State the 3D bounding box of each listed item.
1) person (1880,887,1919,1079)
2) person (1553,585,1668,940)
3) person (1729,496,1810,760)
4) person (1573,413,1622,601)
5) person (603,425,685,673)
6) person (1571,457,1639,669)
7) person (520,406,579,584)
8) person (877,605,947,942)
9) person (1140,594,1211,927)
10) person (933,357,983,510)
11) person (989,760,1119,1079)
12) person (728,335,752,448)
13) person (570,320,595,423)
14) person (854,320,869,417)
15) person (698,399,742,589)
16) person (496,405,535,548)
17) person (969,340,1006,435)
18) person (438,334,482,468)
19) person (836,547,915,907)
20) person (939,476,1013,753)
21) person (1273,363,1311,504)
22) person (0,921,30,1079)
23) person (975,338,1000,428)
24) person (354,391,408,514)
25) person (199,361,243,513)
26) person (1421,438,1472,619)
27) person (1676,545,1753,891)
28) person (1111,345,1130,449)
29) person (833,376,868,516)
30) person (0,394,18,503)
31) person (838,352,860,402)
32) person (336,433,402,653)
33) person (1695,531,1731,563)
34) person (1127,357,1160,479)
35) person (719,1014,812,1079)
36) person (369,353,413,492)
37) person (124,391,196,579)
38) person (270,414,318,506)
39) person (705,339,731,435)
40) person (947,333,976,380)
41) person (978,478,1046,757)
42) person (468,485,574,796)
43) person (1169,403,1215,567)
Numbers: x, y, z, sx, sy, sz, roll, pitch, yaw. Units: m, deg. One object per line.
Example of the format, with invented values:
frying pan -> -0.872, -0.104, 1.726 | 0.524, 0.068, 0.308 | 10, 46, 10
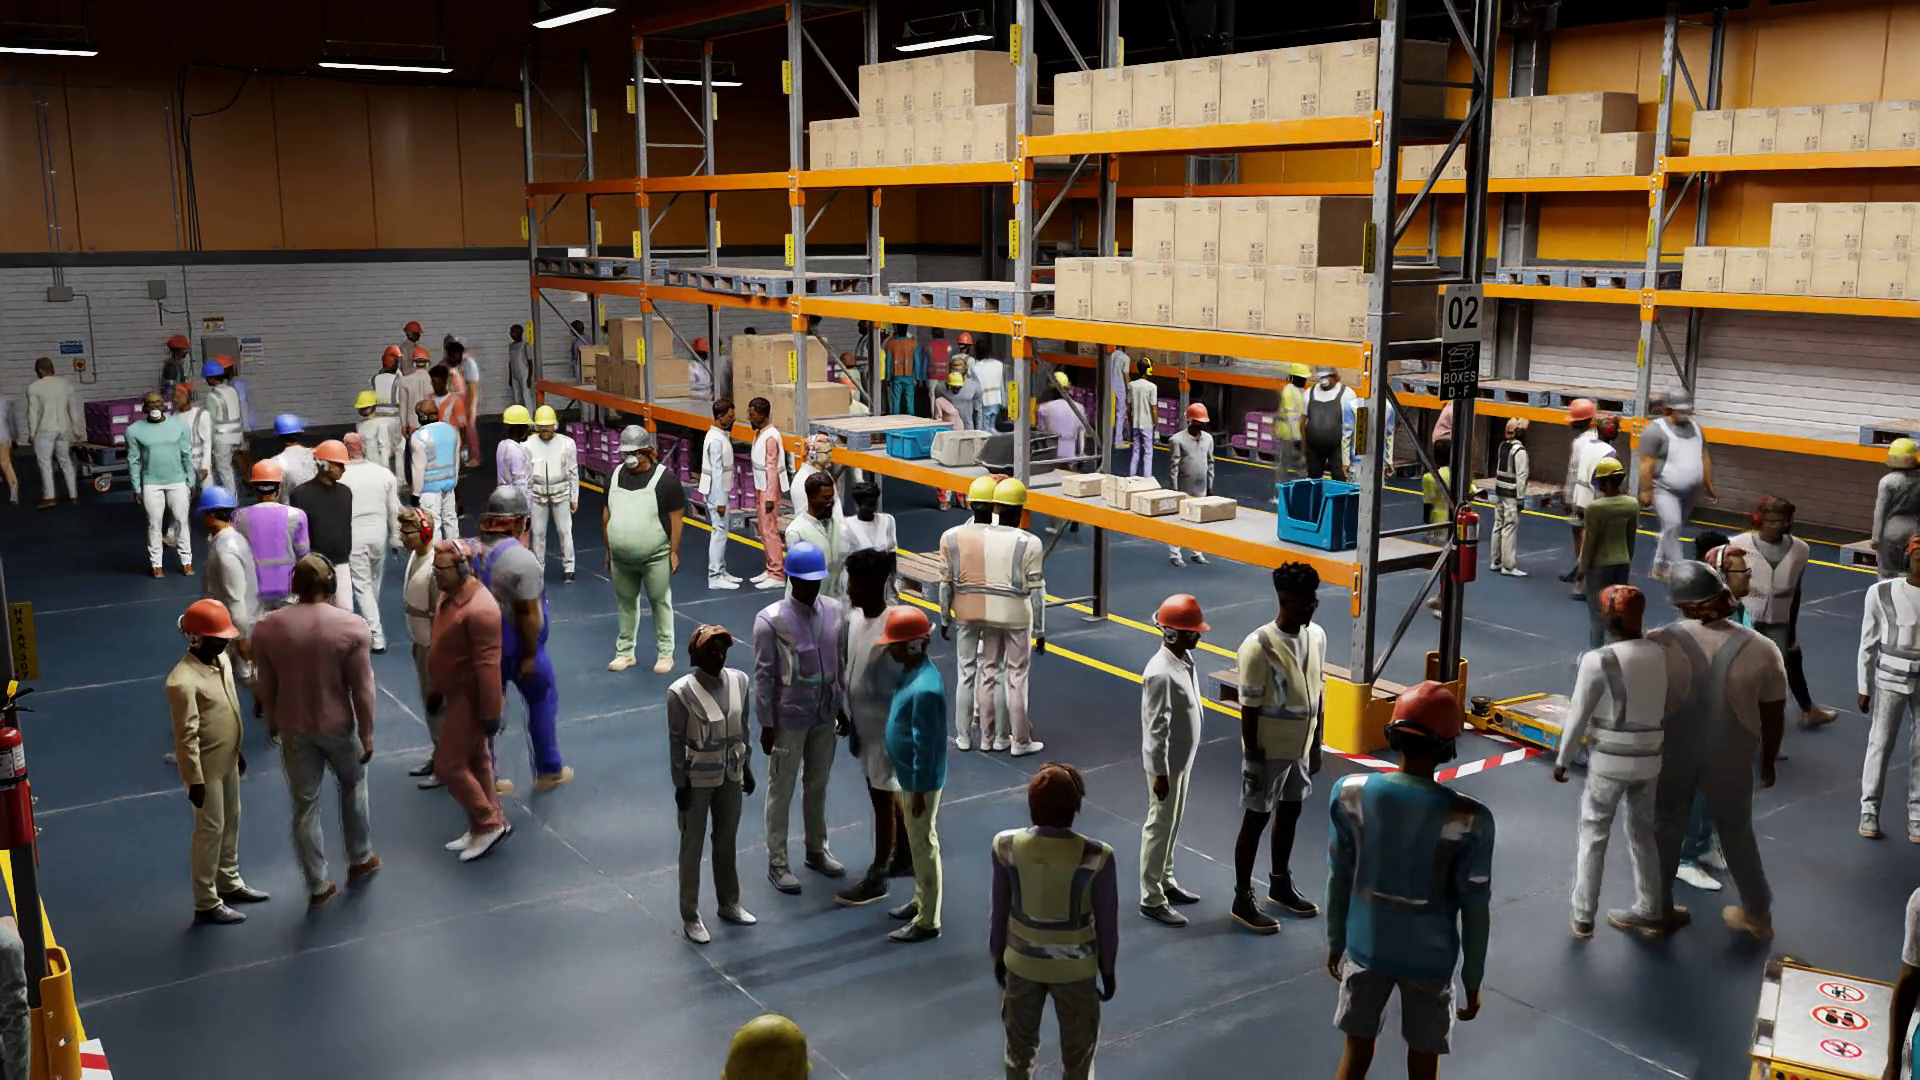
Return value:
person -> 3.282, 1.751, 5.393 | 0.514, 1.844, 0.336 | 9, 14, 38
person -> 3.375, 1.138, 8.465 | 0.611, 1.866, 0.410 | -3, 12, -16
person -> 5.531, 0.554, 11.597 | 0.590, 1.806, 0.832 | 1, 11, 3
person -> 6.235, -0.302, 15.950 | 0.663, 1.822, 0.584 | 1, 11, 3
person -> -2.594, 0.076, 13.465 | 0.684, 2.000, 0.535 | 3, 11, 14
person -> 5.253, 0.202, 13.543 | 0.522, 1.762, 0.320 | -4, 12, -21
person -> -4.131, -0.447, 16.711 | 0.593, 1.823, 0.405 | -2, 11, -9
person -> -0.245, 1.185, 8.554 | 0.353, 1.742, 0.566 | -2, 11, -8
person -> 1.138, 1.137, 8.772 | 0.341, 1.749, 0.572 | 4, 12, 20
person -> -0.023, -1.337, 20.960 | 0.630, 1.938, 0.372 | 1, 11, 3
person -> 0.356, 1.658, 6.429 | 0.516, 1.630, 0.315 | 4, 12, 19
person -> -3.524, -2.360, 26.497 | 0.533, 1.822, 0.650 | 4, 12, 19
person -> -6.469, -2.800, 28.472 | 0.374, 1.933, 0.625 | 2, 11, 8
person -> -1.705, -3.090, 30.192 | 0.429, 1.839, 0.621 | -4, 12, -18
person -> -2.395, -0.457, 16.547 | 0.401, 1.907, 0.597 | -1, 11, -5
person -> -4.177, -0.316, 15.765 | 0.373, 1.925, 0.592 | -6, 13, -28
person -> 0.395, -1.965, 24.283 | 0.638, 1.892, 0.440 | -9, 14, -40
person -> -7.378, -2.024, 24.211 | 0.688, 2.000, 1.014 | 4, 12, 20
person -> -0.426, 0.995, 9.025 | 0.520, 1.973, 0.641 | -6, 13, -28
person -> 0.156, 0.518, 11.501 | 0.596, 1.922, 0.378 | 1, 11, 7
person -> 4.286, -1.347, 21.140 | 0.677, 1.887, 0.598 | 8, 13, 34
person -> -3.302, 1.789, 5.479 | 0.483, 1.736, 0.311 | 2, 11, 8
person -> 0.477, -2.166, 25.491 | 0.560, 1.840, 0.680 | -10, 15, -41
person -> -6.641, -0.856, 19.014 | 0.556, 1.737, 0.667 | 7, 13, 31
person -> -9.111, -1.237, 20.439 | 0.524, 1.933, 0.644 | 1, 11, 6
person -> 4.523, -0.103, 15.399 | 0.540, 1.652, 0.618 | -6, 13, -29
person -> 4.202, 0.964, 9.251 | 0.407, 1.913, 0.641 | 9, 14, 39
person -> 2.531, -2.360, 26.471 | 0.353, 1.835, 0.518 | -8, 14, -36
person -> -1.396, -1.137, 20.412 | 0.572, 1.748, 0.342 | 4, 12, 18
person -> -12.389, -1.305, 21.338 | 0.565, 1.728, 0.665 | -10, 15, -43
person -> -1.692, -2.044, 25.357 | 0.268, 1.632, 0.507 | 7, 13, 31
person -> -5.166, 0.005, 14.311 | 0.633, 1.854, 0.972 | -10, 15, -41
person -> 4.828, 0.786, 10.819 | 0.321, 1.656, 0.725 | 9, 14, 38
person -> 2.408, -1.449, 21.706 | 0.328, 1.872, 0.510 | -11, 15, -44
person -> -0.502, 2.034, 4.241 | 0.492, 1.731, 0.324 | 3, 12, 17
person -> -7.640, -1.578, 22.351 | 0.585, 1.878, 0.339 | 3, 12, 16
person -> -8.168, -0.565, 17.042 | 0.627, 1.933, 0.369 | -6, 13, -29
person -> -6.062, -0.188, 15.093 | 0.699, 1.924, 0.646 | 7, 13, 33
person -> -3.755, -2.211, 25.679 | 0.512, 1.842, 0.626 | 2, 11, 9
person -> 0.061, -2.195, 25.381 | 0.386, 1.929, 0.543 | -11, 15, -43
person -> 0.315, 0.533, 11.442 | 0.622, 1.920, 0.387 | 6, 13, 29
person -> -2.853, 0.626, 10.646 | 0.699, 2.000, 0.809 | 6, 12, 27
person -> 2.465, -0.582, 17.595 | 0.568, 1.743, 0.351 | -6, 12, -26
